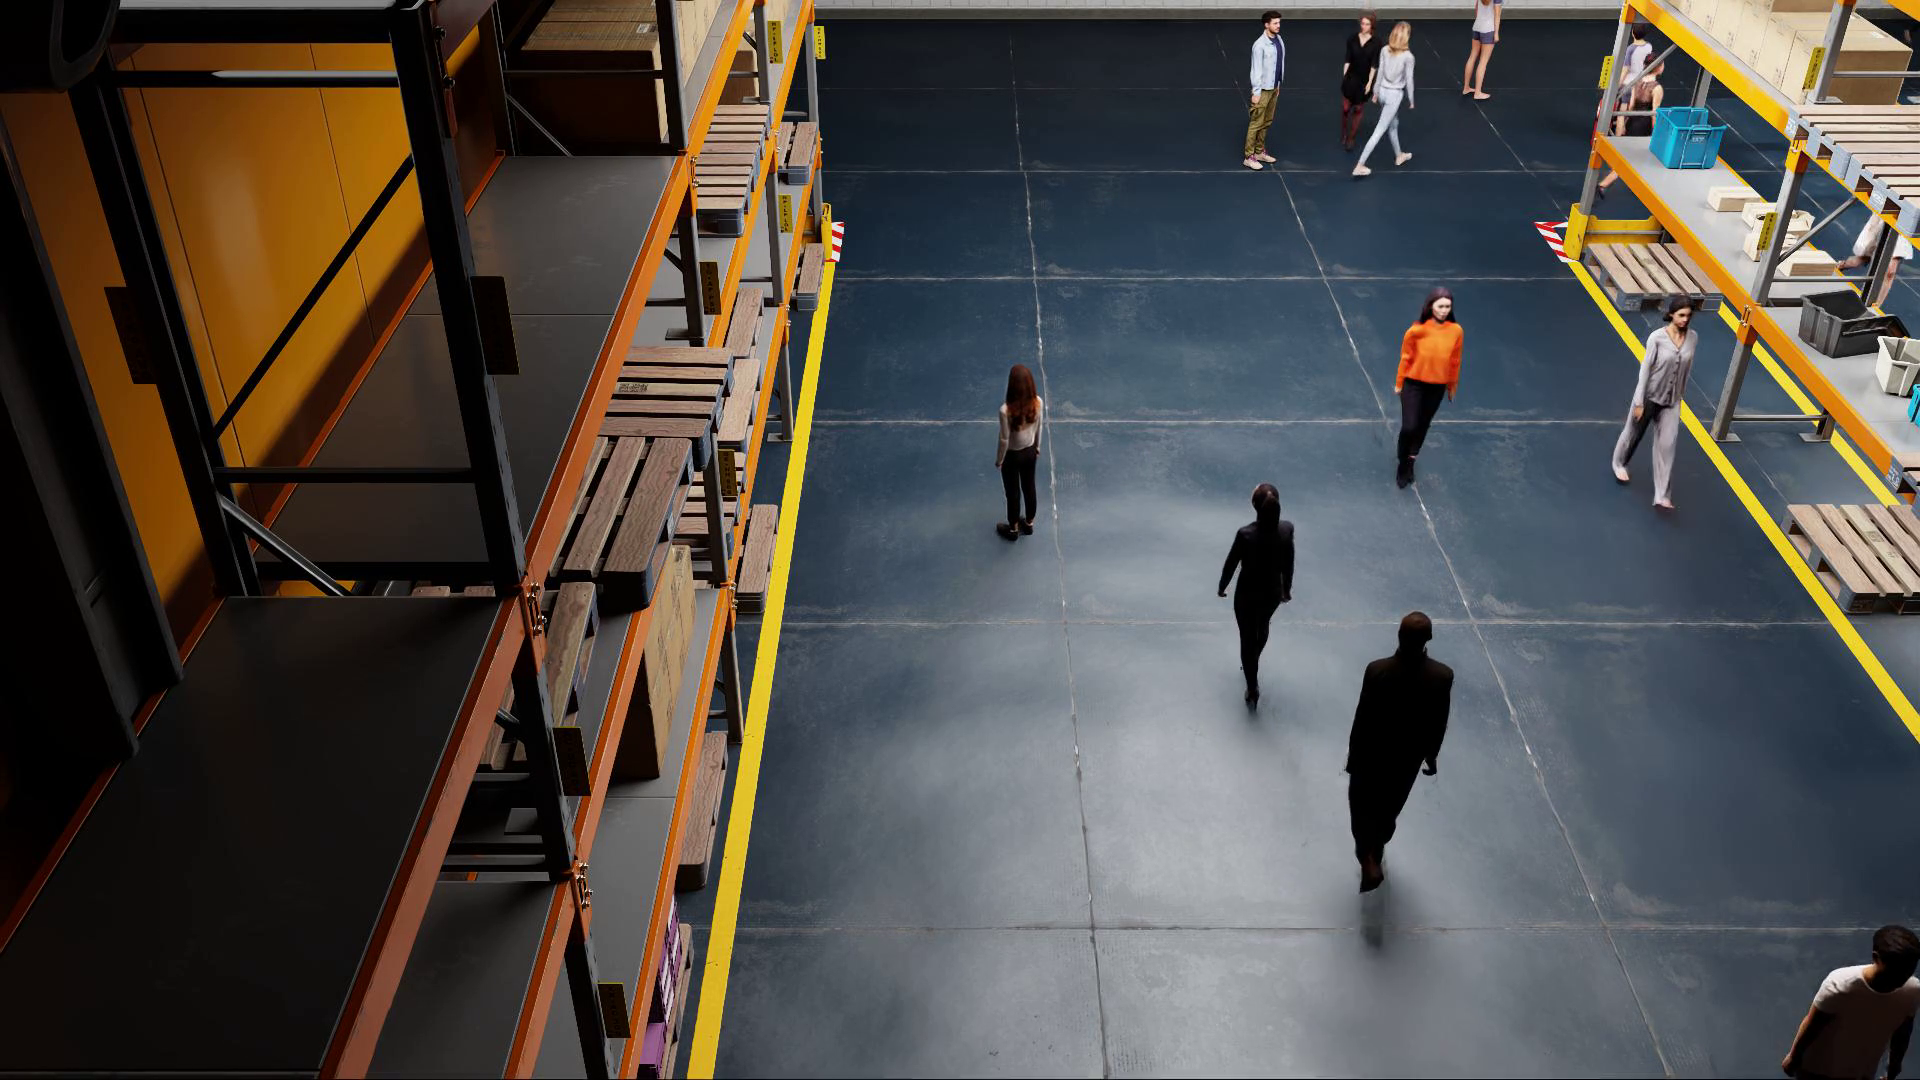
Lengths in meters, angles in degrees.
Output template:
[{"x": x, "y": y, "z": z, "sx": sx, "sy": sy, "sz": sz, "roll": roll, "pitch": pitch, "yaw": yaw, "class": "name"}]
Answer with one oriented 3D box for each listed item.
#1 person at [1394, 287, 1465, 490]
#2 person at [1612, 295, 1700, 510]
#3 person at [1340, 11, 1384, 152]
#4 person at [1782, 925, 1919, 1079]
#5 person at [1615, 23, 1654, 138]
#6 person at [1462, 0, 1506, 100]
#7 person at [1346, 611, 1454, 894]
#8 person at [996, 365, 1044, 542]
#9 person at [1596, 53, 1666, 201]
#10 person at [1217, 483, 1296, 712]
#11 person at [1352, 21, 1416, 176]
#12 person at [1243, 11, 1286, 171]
[{"x": 3.742, "y": -1.279, "z": 13.491, "sx": 0.637, "sy": 1.736, "sz": 0.605, "roll": -2, "pitch": 34, "yaw": -3, "class": "person"}, {"x": 5.542, "y": -1.169, "z": 13.334, "sx": 0.623, "sy": 1.727, "sz": 1.081, "roll": -1, "pitch": 34, "yaw": -2, "class": "person"}, {"x": 4.795, "y": -5.497, "z": 19.878, "sx": 0.673, "sy": 1.691, "sz": 0.693, "roll": 13, "pitch": 36, "yaw": 19, "class": "person"}, {"x": 4.183, "y": 2.409, "z": 7.961, "sx": 0.666, "sy": 1.715, "sz": 0.588, "roll": -2, "pitch": 34, "yaw": -3, "class": "person"}, {"x": 8.054, "y": -5.478, "z": 19.962, "sx": 0.643, "sy": 1.565, "sz": 0.653, "roll": -14, "pitch": 36, "yaw": -20, "class": "person"}, {"x": 6.777, "y": -6.594, "z": 21.490, "sx": 0.733, "sy": 1.733, "sz": 0.616, "roll": -14, "pitch": 36, "yaw": -20, "class": "person"}, {"x": 2.494, "y": 1.251, "z": 9.550, "sx": 0.754, "sy": 1.886, "sz": 1.066, "roll": 3, "pitch": 34, "yaw": 5, "class": "person"}, {"x": 0.463, "y": -0.671, "z": 12.803, "sx": 0.615, "sy": 1.485, "sz": 0.635, "roll": -18, "pitch": 38, "yaw": -25, "class": "person"}, {"x": 7.492, "y": -4.547, "z": 18.487, "sx": 0.843, "sy": 1.647, "sz": 1.064, "roll": -11, "pitch": 35, "yaw": -15, "class": "person"}, {"x": 1.994, "y": 0.413, "z": 10.981, "sx": 0.698, "sy": 1.697, "sz": 0.805, "roll": -6, "pitch": 34, "yaw": -9, "class": "person"}, {"x": 4.885, "y": -5.007, "z": 19.096, "sx": 1.135, "sy": 1.740, "sz": 1.196, "roll": -21, "pitch": 39, "yaw": -29, "class": "person"}, {"x": 3.561, "y": -5.271, "z": 19.428, "sx": 0.820, "sy": 1.811, "sz": 0.739, "roll": 25, "pitch": 41, "yaw": 33, "class": "person"}]
